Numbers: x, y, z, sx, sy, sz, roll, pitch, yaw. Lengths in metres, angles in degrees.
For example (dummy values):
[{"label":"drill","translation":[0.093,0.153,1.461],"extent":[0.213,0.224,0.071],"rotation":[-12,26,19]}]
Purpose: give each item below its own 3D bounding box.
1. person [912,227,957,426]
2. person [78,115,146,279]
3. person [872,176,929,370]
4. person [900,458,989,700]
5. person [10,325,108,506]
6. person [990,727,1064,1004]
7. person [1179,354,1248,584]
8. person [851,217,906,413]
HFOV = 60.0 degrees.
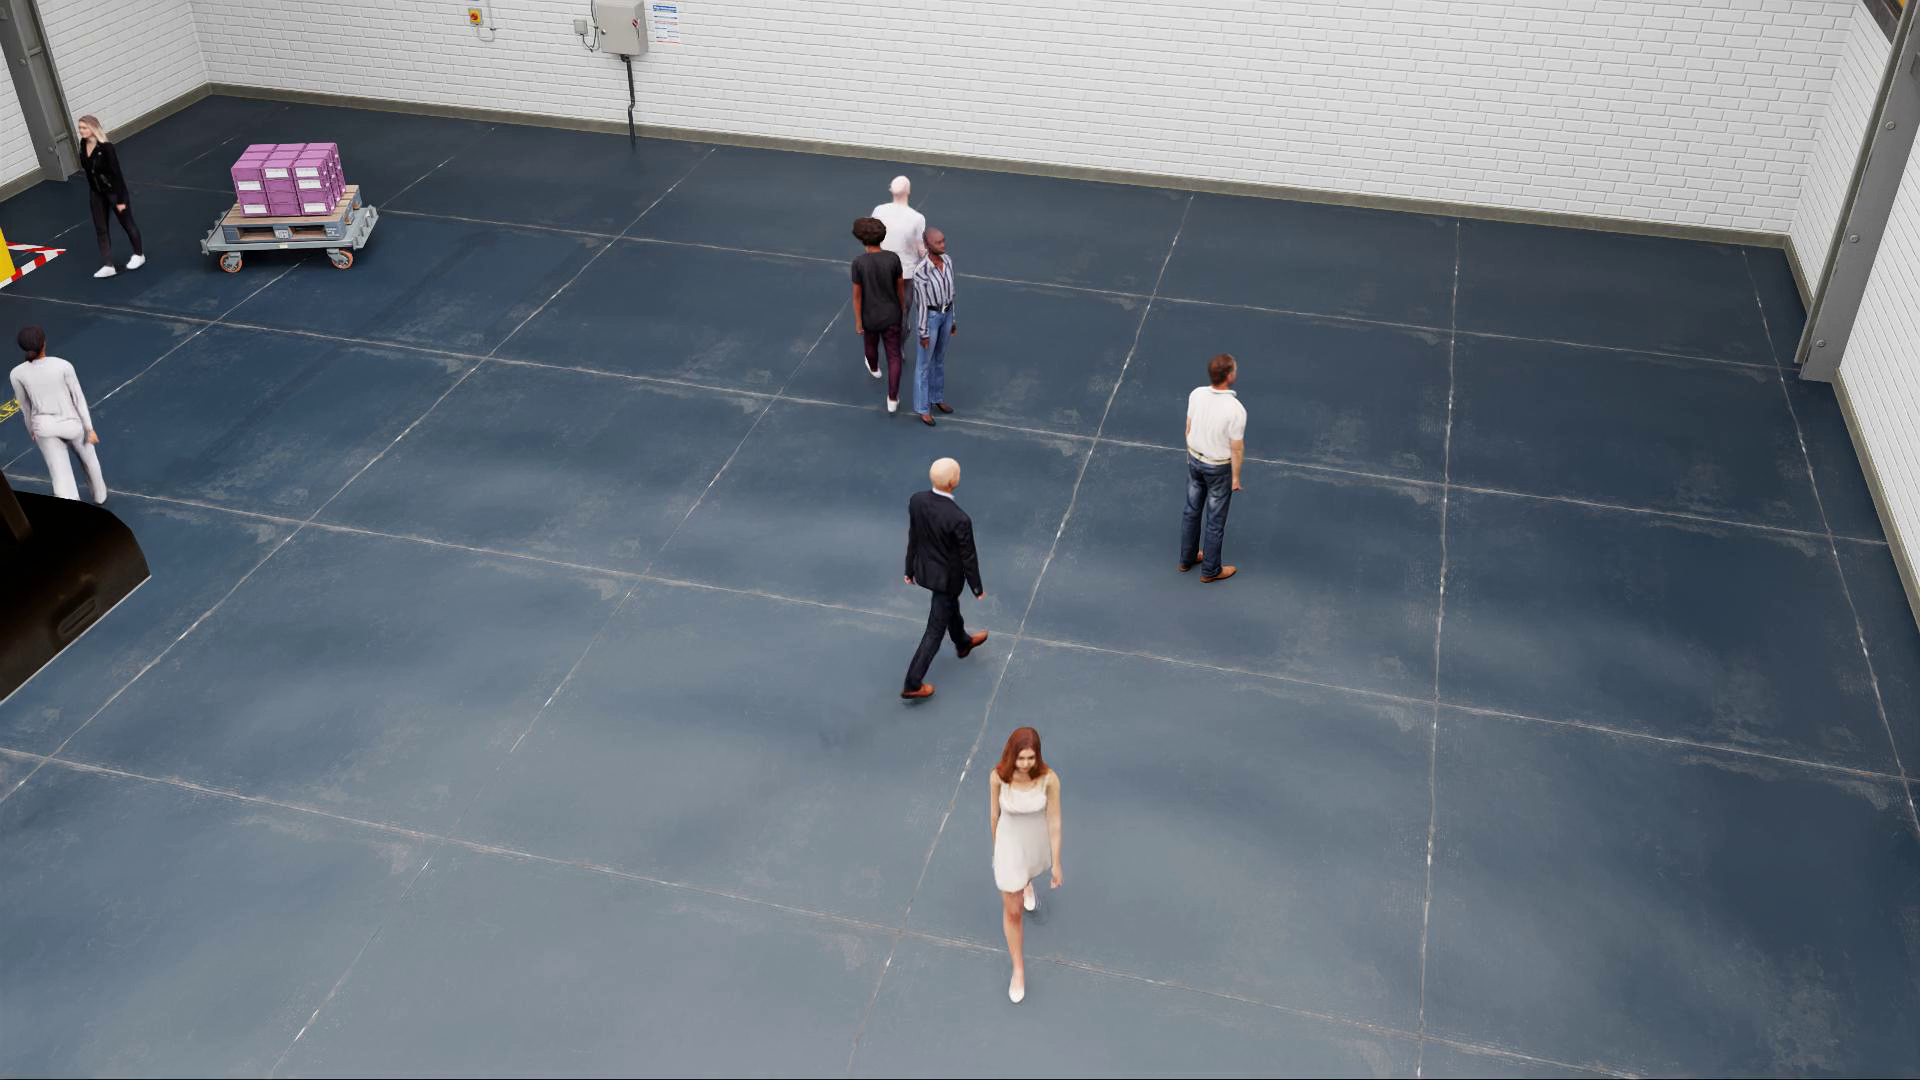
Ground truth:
[{"label":"person","translation":[-0.235,-1.886,14.530],"extent":[0.755,1.795,0.603],"rotation":[23,40,30]},{"label":"person","translation":[-8.738,-3.601,17.225],"extent":[0.633,1.669,0.868],"rotation":[8,34,12]},{"label":"person","translation":[-0.609,-2.429,15.339],"extent":[0.799,1.804,1.054],"rotation":[14,36,20]},{"label":"person","translation":[-0.180,0.291,11.281],"extent":[1.090,1.766,1.318],"rotation":[28,43,35]},{"label":"person","translation":[-7.054,-0.826,13.020],"extent":[1.046,1.701,1.204],"rotation":[-11,35,-16]},{"label":"person","translation":[0.371,1.645,9.335],"extent":[0.751,1.666,1.244],"rotation":[2,34,3]},{"label":"person","translation":[1.870,-0.545,12.460],"extent":[0.764,1.854,0.746],"rotation":[-25,41,-33]},{"label":"person","translation":[-0.692,-1.958,14.694],"extent":[0.959,1.733,1.218],"rotation":[-4,34,-5]}]
